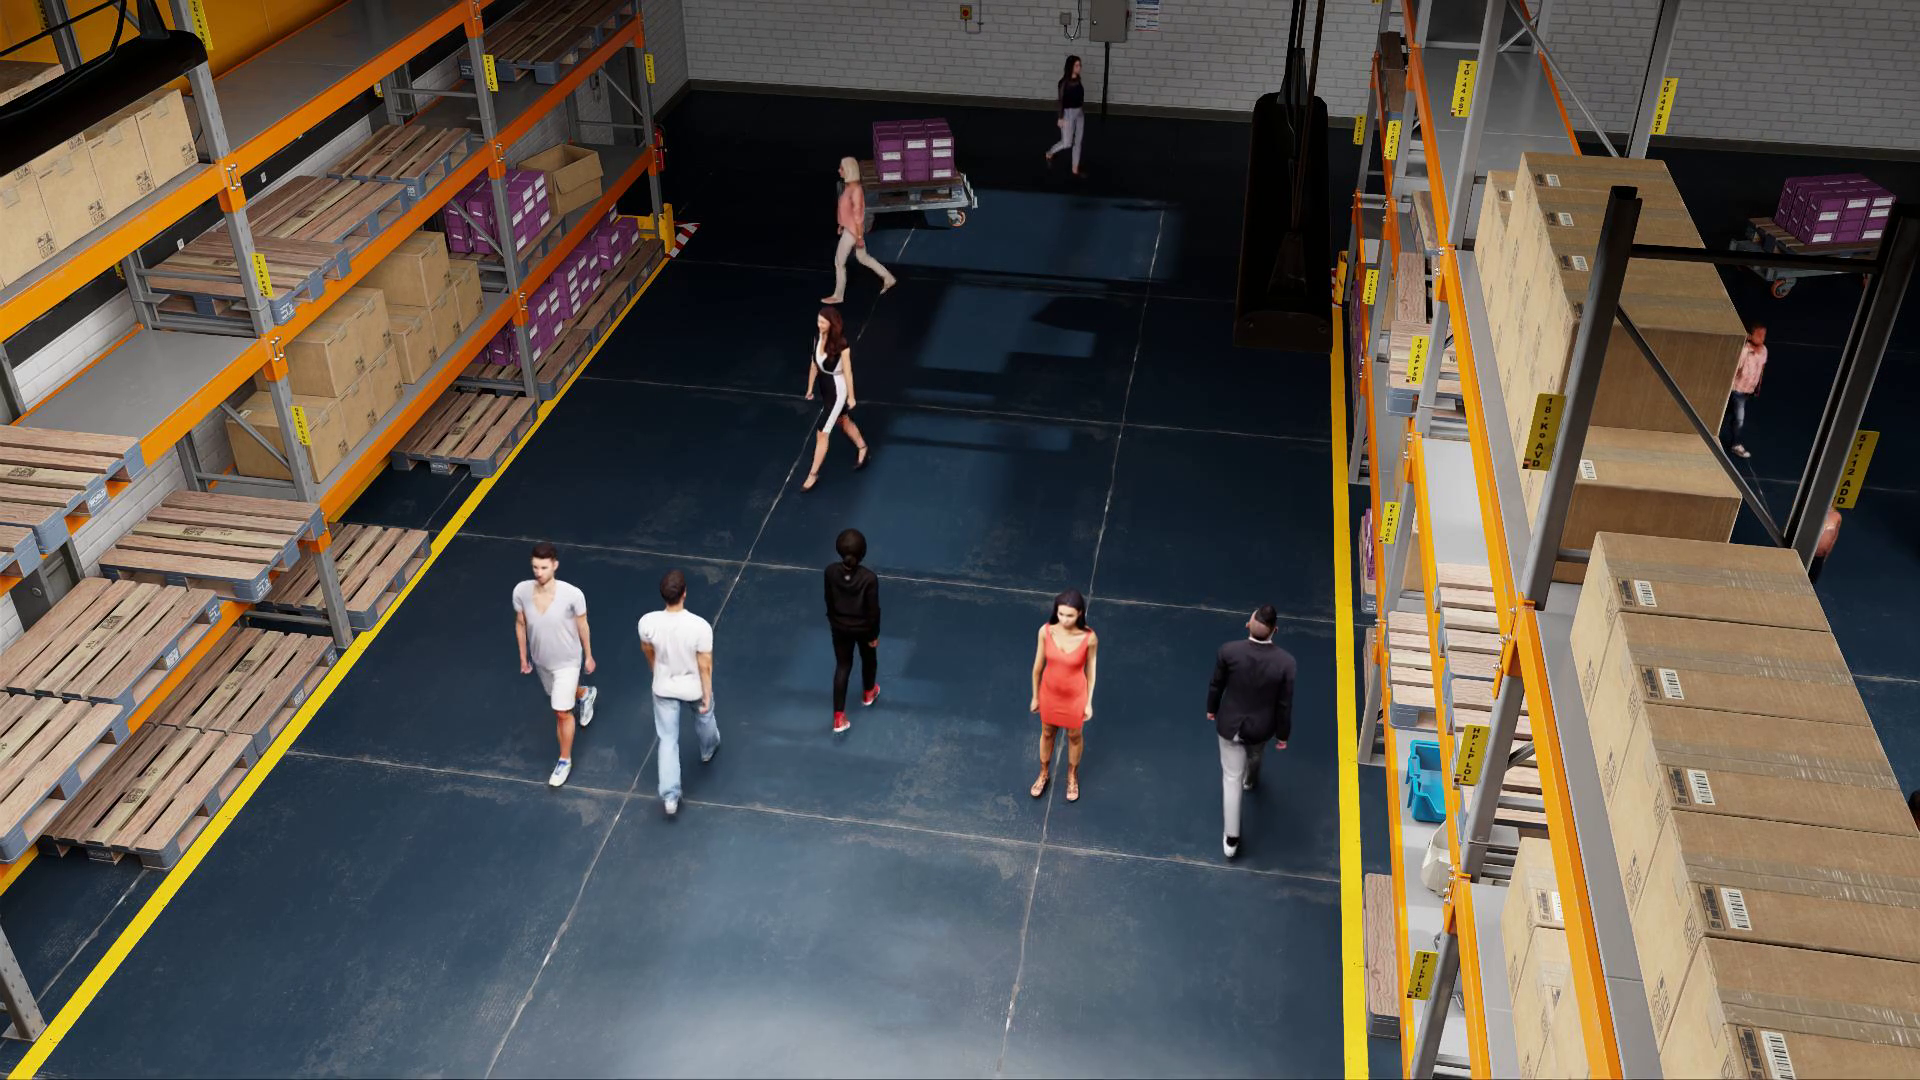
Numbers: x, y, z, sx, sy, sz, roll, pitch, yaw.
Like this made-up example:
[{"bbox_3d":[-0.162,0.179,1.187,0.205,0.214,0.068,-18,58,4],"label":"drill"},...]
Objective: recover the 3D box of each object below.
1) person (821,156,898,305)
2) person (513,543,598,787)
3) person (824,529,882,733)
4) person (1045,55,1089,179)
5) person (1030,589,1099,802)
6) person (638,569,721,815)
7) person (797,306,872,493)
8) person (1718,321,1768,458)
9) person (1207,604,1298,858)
[{"bbox_3d":[-1.096,-3.414,18.351,0.938,1.689,1.129,-6,34,-9],"label":"person"},{"bbox_3d":[-2.864,0.778,11.925,0.694,1.821,1.198,7,34,10],"label":"person"},{"bbox_3d":[-0.818,0.681,12.218,0.625,1.658,0.986,7,34,11],"label":"person"},{"bbox_3d":[1.397,-5.477,21.540,0.876,1.595,0.902,21,39,29],"label":"person"},{"bbox_3d":[0.723,1.071,11.577,0.590,1.718,0.522,7,34,10],"label":"person"},{"bbox_3d":[-1.964,1.059,11.504,0.785,1.819,1.205,1,34,2],"label":"person"},{"bbox_3d":[-1.091,-1.325,15.154,1.171,1.749,1.042,-27,42,-34],"label":"person"},{"bbox_3d":[7.397,-1.492,15.818,0.809,1.292,0.959,-13,36,-19],"label":"person"},{"bbox_3d":[1.910,1.277,11.108,0.742,1.895,1.185,6,34,9],"label":"person"}]
